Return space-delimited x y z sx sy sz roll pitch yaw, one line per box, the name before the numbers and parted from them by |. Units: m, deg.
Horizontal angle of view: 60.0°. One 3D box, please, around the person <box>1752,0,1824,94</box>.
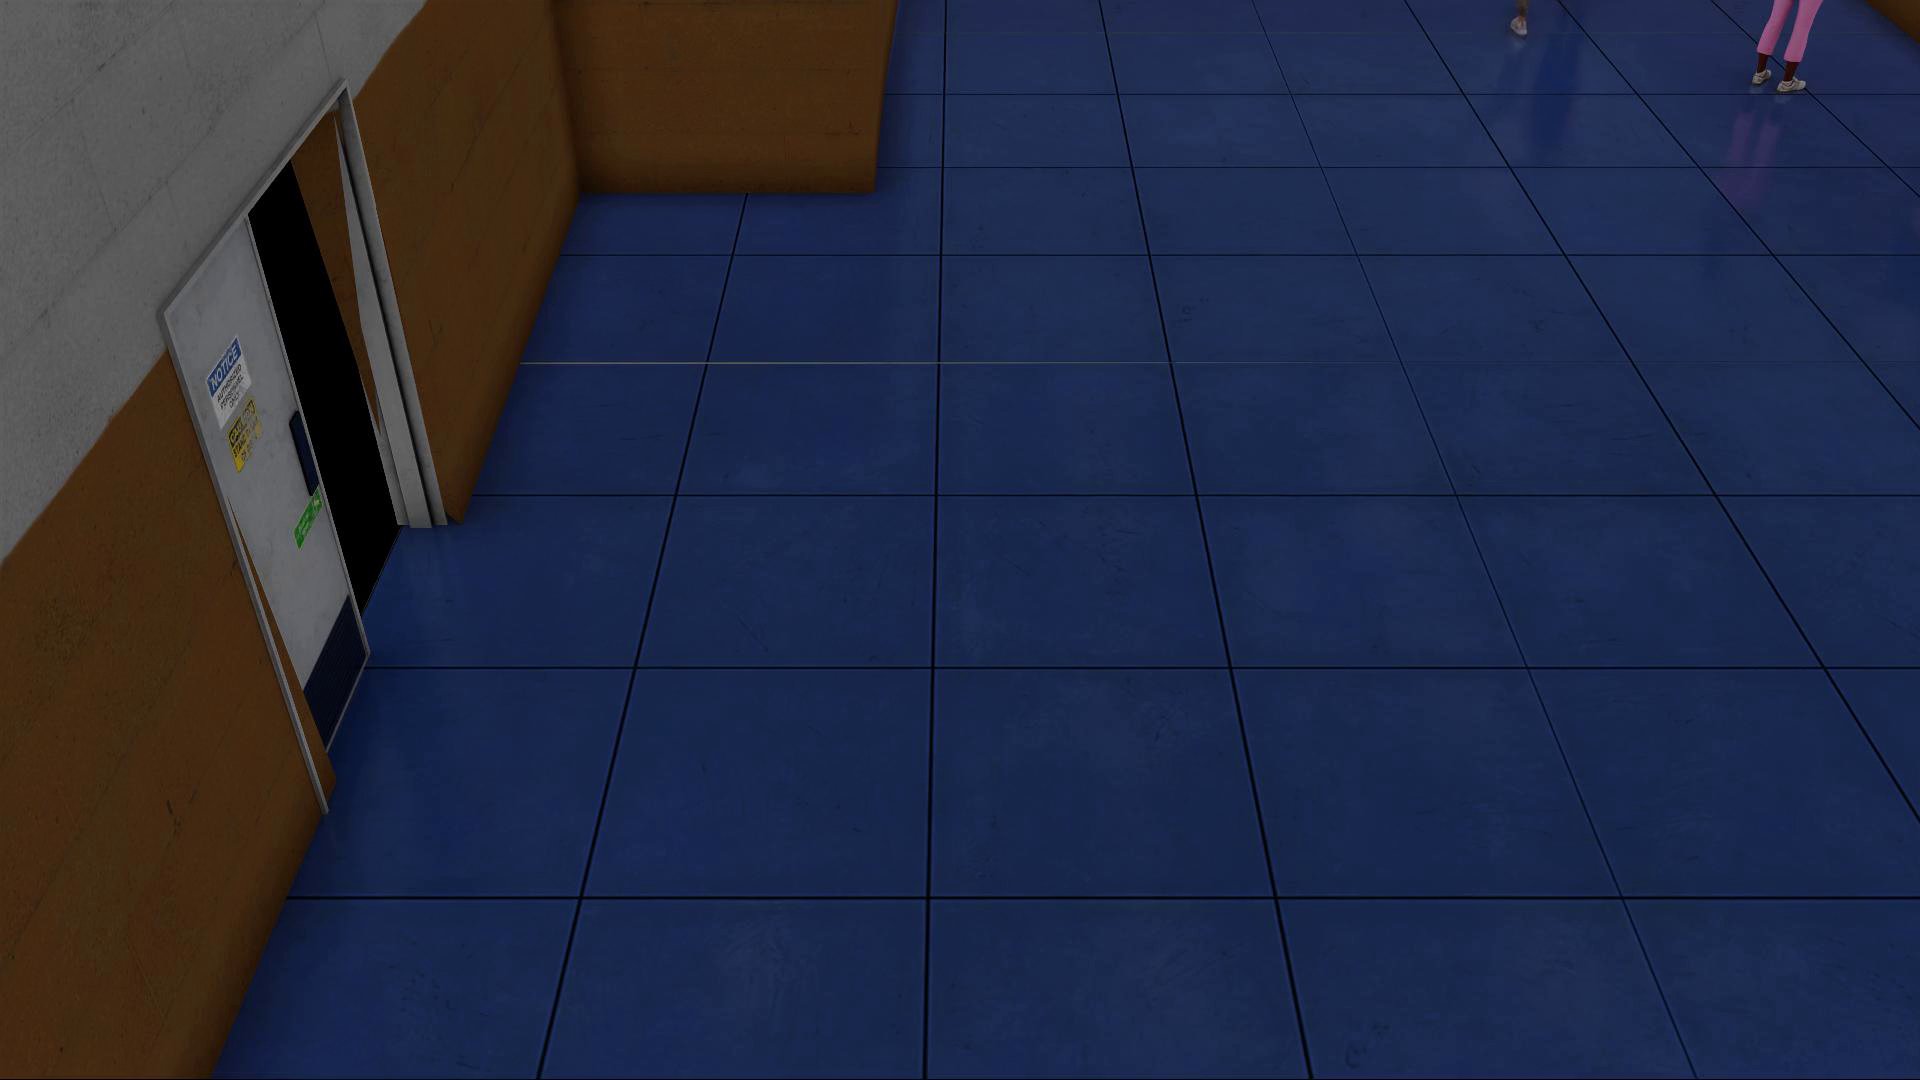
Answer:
person | 6.306 -4.229 12.394 0.692 1.741 0.649 -26 44 -30
